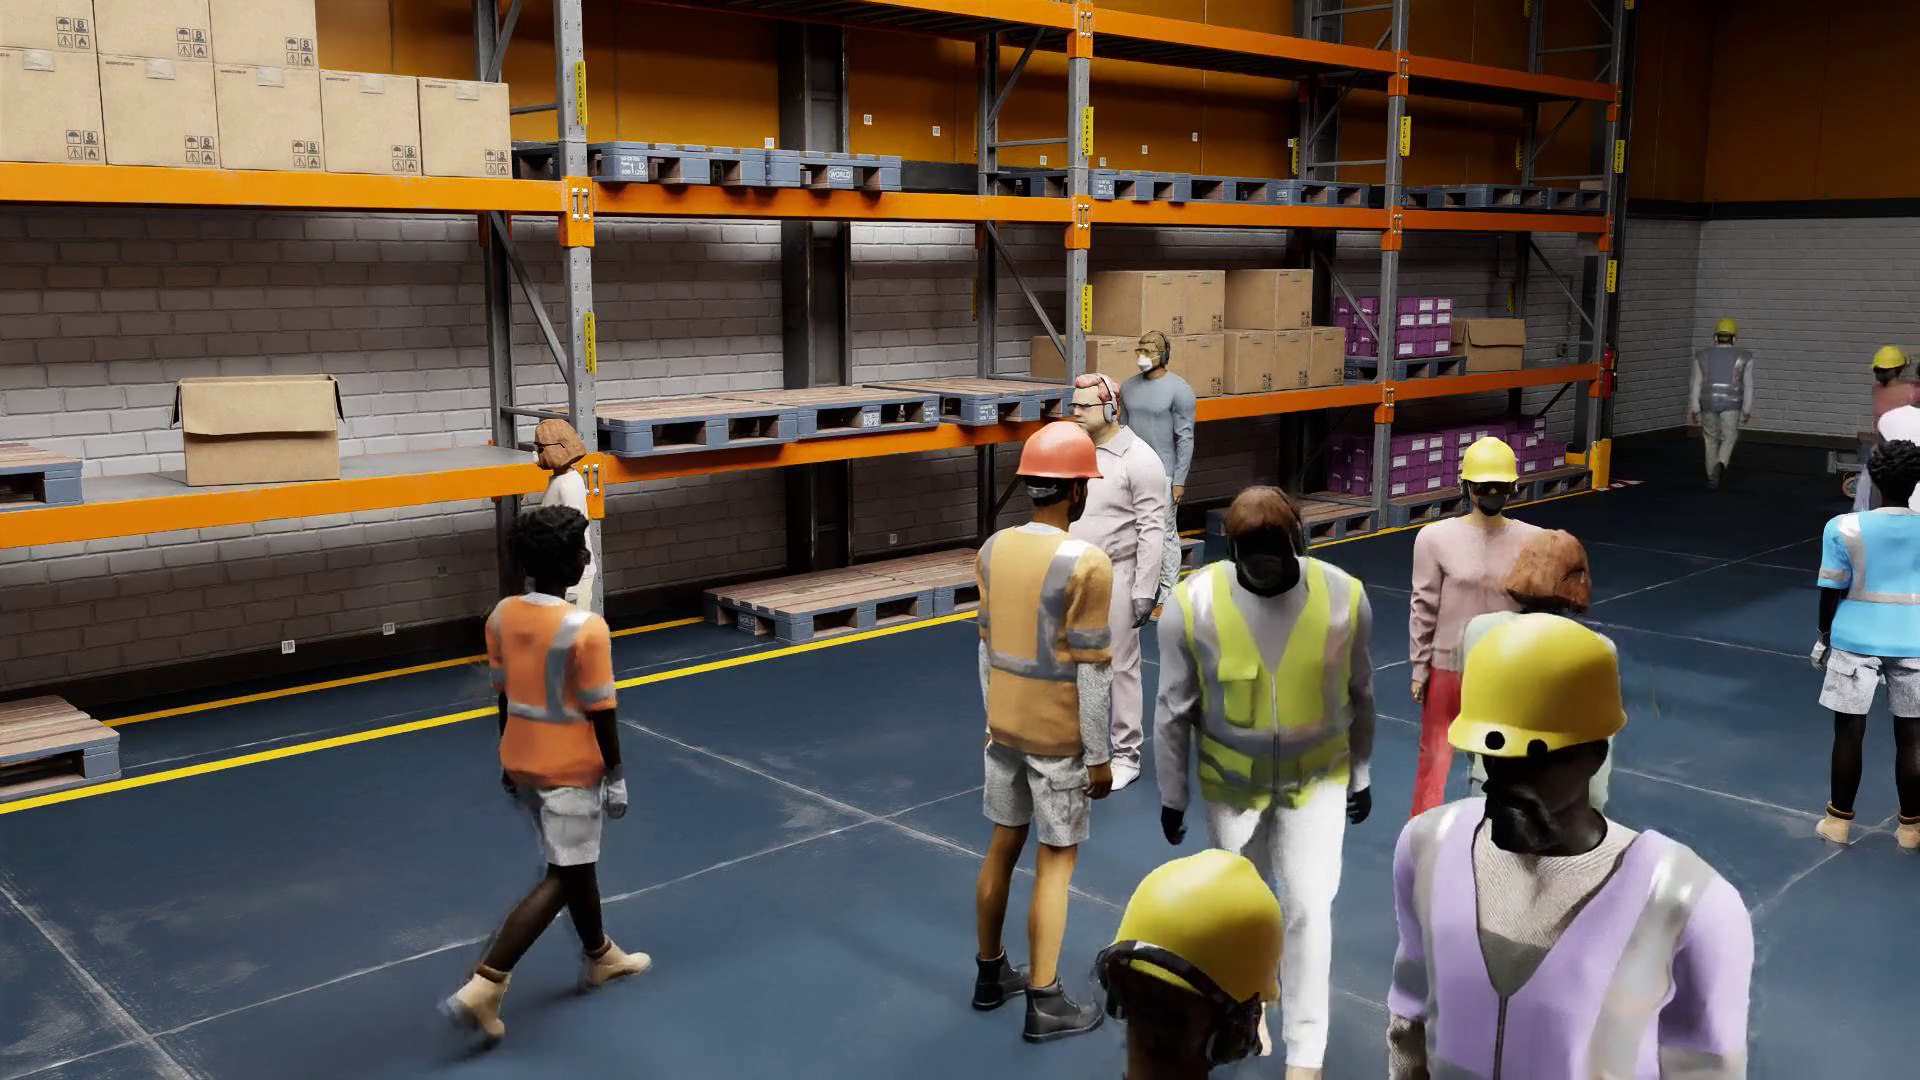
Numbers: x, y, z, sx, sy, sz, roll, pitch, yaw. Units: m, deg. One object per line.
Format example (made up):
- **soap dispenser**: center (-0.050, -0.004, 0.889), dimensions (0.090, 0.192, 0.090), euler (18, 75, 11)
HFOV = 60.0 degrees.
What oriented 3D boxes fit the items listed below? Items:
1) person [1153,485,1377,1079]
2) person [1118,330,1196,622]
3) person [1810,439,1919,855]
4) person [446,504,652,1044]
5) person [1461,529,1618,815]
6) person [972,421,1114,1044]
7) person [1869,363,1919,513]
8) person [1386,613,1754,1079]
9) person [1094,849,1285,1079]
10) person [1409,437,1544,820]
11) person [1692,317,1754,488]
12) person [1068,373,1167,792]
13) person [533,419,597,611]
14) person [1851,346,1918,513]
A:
- **person**: center (0.885, 0.729, 4.827), dimensions (0.648, 1.793, 0.836), euler (2, 10, 9)
- **person**: center (1.281, -0.429, 11.149), dimensions (0.372, 1.940, 0.630), euler (-10, 14, -44)
- **person**: center (3.769, 0.435, 6.792), dimensions (0.540, 1.697, 0.317), euler (3, 10, 17)
- **person**: center (-1.308, 0.719, 5.223), dimensions (0.538, 1.667, 0.798), euler (8, 13, 40)
- **person**: center (1.809, 0.756, 5.169), dimensions (0.521, 1.600, 0.757), euler (9, 13, 43)
- **person**: center (0.278, 0.589, 5.261), dimensions (0.431, 1.924, 0.557), euler (-7, 12, -37)
- **person**: center (5.672, -0.126, 9.575), dimensions (0.998, 1.863, 0.692), euler (-7, 12, -35)
- **person**: center (0.964, 1.035, 2.667), dimensions (0.617, 1.908, 0.596), euler (-8, 13, -40)
- **person**: center (0.236, 1.243, 2.021), dimensions (0.535, 1.710, 0.918), euler (1, 10, 5)
- **person**: center (1.958, 0.488, 6.284), dimensions (0.526, 1.769, 0.328), euler (0, 10, 2)
- **person**: center (7.898, -1.406, 17.274), dimensions (0.588, 1.811, 0.700), euler (6, 11, 32)
- **person**: center (0.617, 0.191, 7.614), dimensions (0.402, 1.906, 0.652), euler (-9, 13, -43)
- **person**: center (-1.990, 0.196, 8.419), dimensions (0.285, 1.625, 0.495), euler (-4, 10, -21)
- **person**: center (7.534, -0.710, 13.459), dimensions (0.892, 1.703, 0.523), euler (-2, 10, -13)
